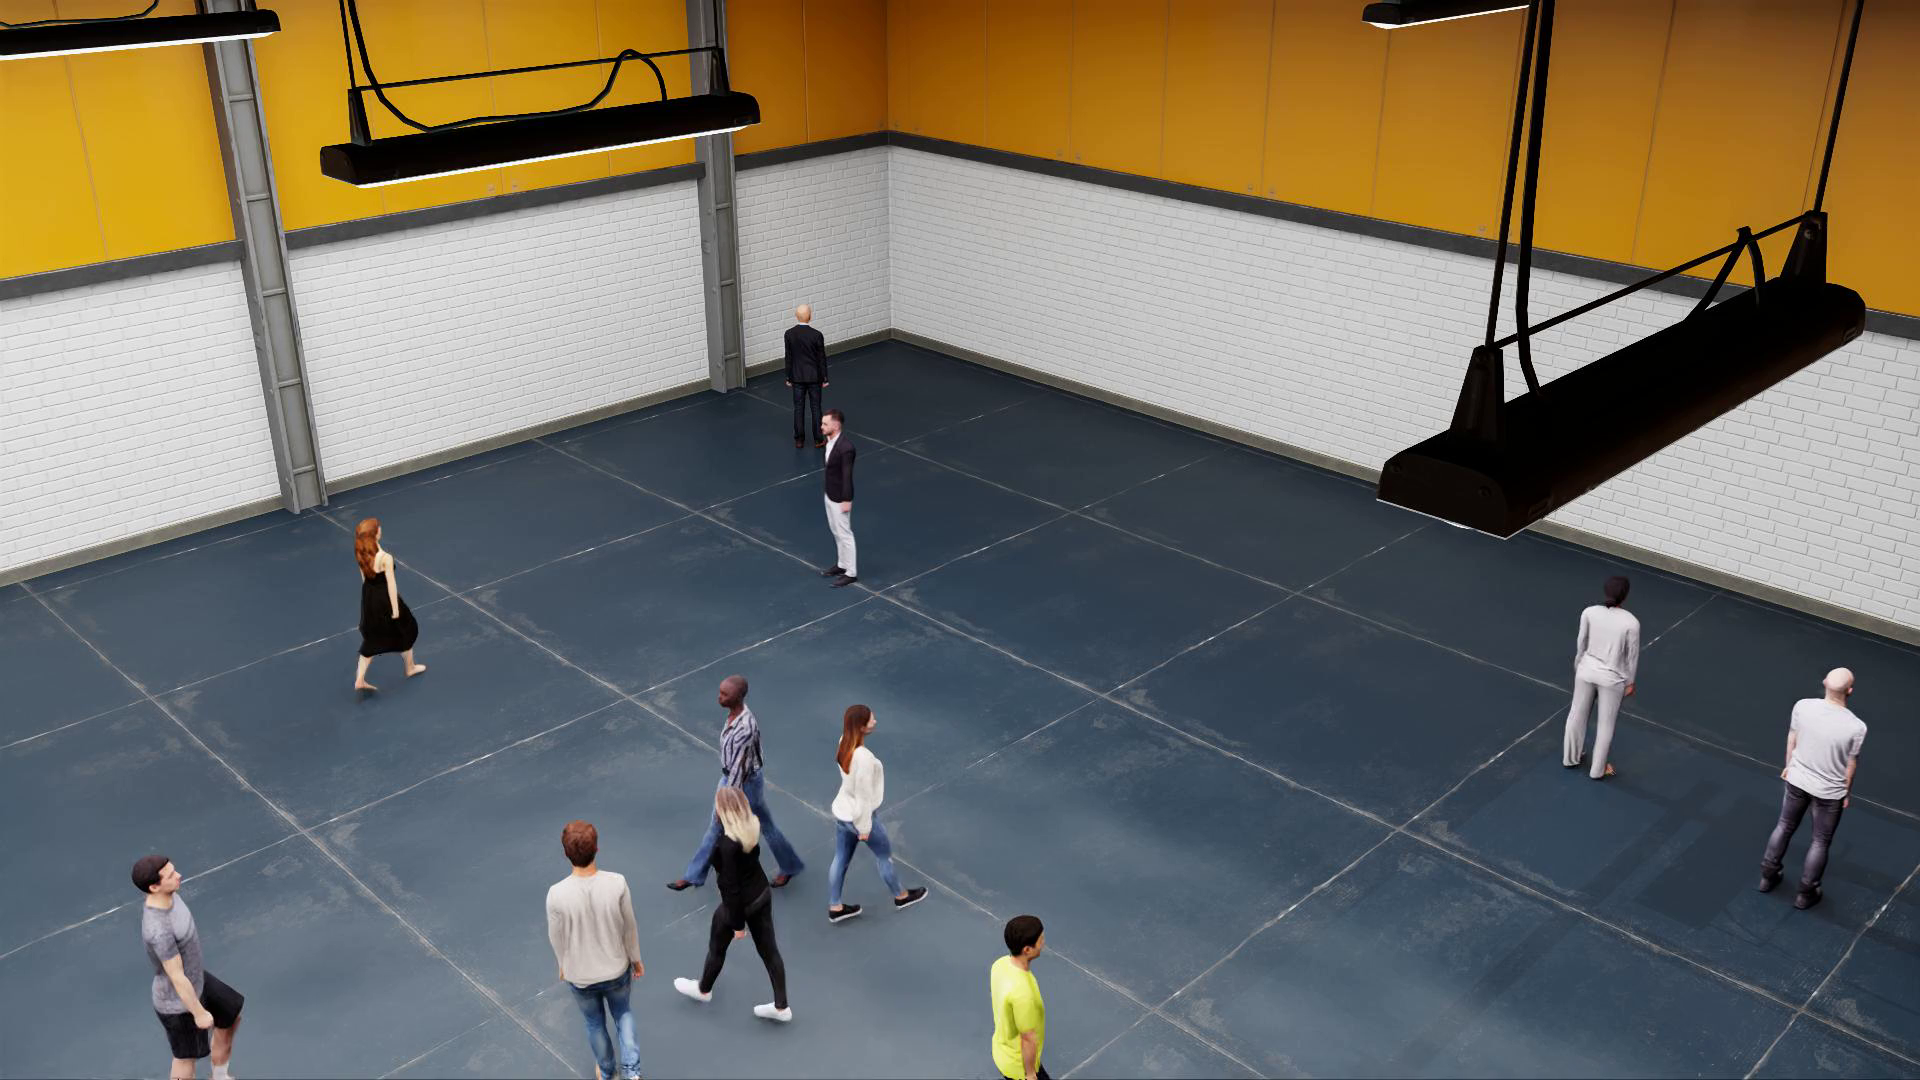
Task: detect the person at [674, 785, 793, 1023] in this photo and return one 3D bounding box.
[{"bbox_3d":[-1.269,2.340,10.533,0.931,1.650,1.075,9,25,20],"label":"person"}]

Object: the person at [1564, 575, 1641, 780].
[{"bbox_3d":[5.133,1.084,13.300,0.587,1.737,0.651,-21,31,-39],"label":"person"}]

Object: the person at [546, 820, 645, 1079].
[{"bbox_3d":[-2.109,2.559,9.737,0.893,1.886,0.916,-7,25,-16],"label":"person"}]

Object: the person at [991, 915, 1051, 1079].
[{"bbox_3d":[0.259,2.864,9.277,0.968,1.697,0.862,-6,24,-14],"label":"person"}]

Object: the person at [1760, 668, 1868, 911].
[{"bbox_3d":[6.016,1.730,11.703,0.646,1.831,0.690,-15,28,-31],"label":"person"}]

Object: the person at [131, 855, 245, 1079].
[{"bbox_3d":[-4.599,2.628,9.621,0.875,1.853,0.824,-5,24,-12],"label":"person"}]

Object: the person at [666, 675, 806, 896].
[{"bbox_3d":[-1.429,1.769,11.729,1.304,1.738,0.953,-10,26,-22],"label":"person"}]

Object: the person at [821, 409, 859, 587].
[{"bbox_3d":[-1.201,-0.447,16.670,0.664,1.841,0.723,-10,26,-22],"label":"person"}]

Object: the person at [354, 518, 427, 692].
[{"bbox_3d":[-5.153,0.591,14.586,0.817,1.608,1.071,10,25,21],"label":"person"}]

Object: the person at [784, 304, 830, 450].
[{"bbox_3d":[-1.871,-1.992,20.256,0.766,1.801,0.801,3,24,6],"label":"person"}]

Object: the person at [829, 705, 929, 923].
[{"bbox_3d":[-0.782,1.922,11.471,1.042,1.664,0.835,-11,26,-23],"label":"person"}]
